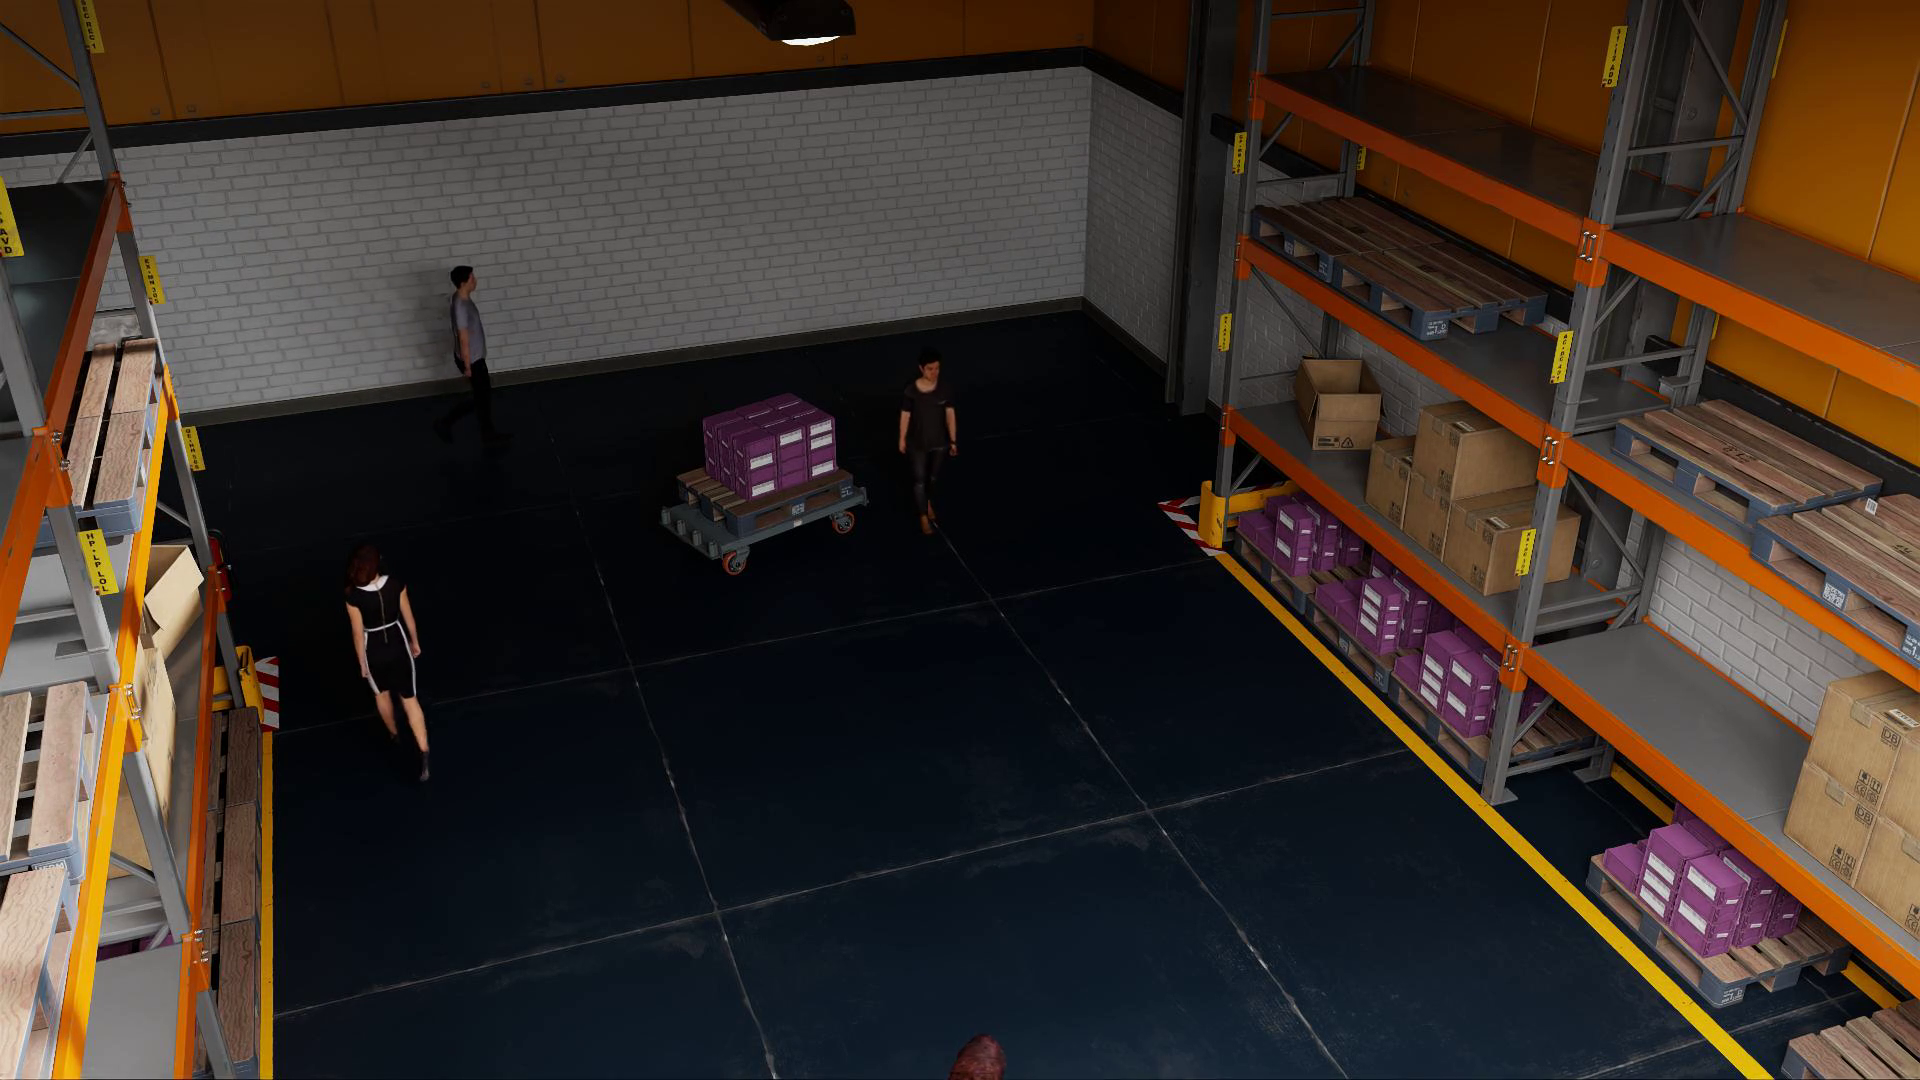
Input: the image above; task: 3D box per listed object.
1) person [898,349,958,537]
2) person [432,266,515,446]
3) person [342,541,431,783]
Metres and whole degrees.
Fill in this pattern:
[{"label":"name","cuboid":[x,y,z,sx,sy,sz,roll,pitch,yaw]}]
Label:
[{"label":"person","cuboid":[-0.312,-0.928,14.698,0.660,1.681,0.959,-8,30,-15]},{"label":"person","cuboid":[-4.797,-1.733,16.005,0.779,1.842,0.922,-7,29,-13]},{"label":"person","cuboid":[-3.871,0.878,11.351,0.762,1.716,1.037,-18,33,-29]}]
